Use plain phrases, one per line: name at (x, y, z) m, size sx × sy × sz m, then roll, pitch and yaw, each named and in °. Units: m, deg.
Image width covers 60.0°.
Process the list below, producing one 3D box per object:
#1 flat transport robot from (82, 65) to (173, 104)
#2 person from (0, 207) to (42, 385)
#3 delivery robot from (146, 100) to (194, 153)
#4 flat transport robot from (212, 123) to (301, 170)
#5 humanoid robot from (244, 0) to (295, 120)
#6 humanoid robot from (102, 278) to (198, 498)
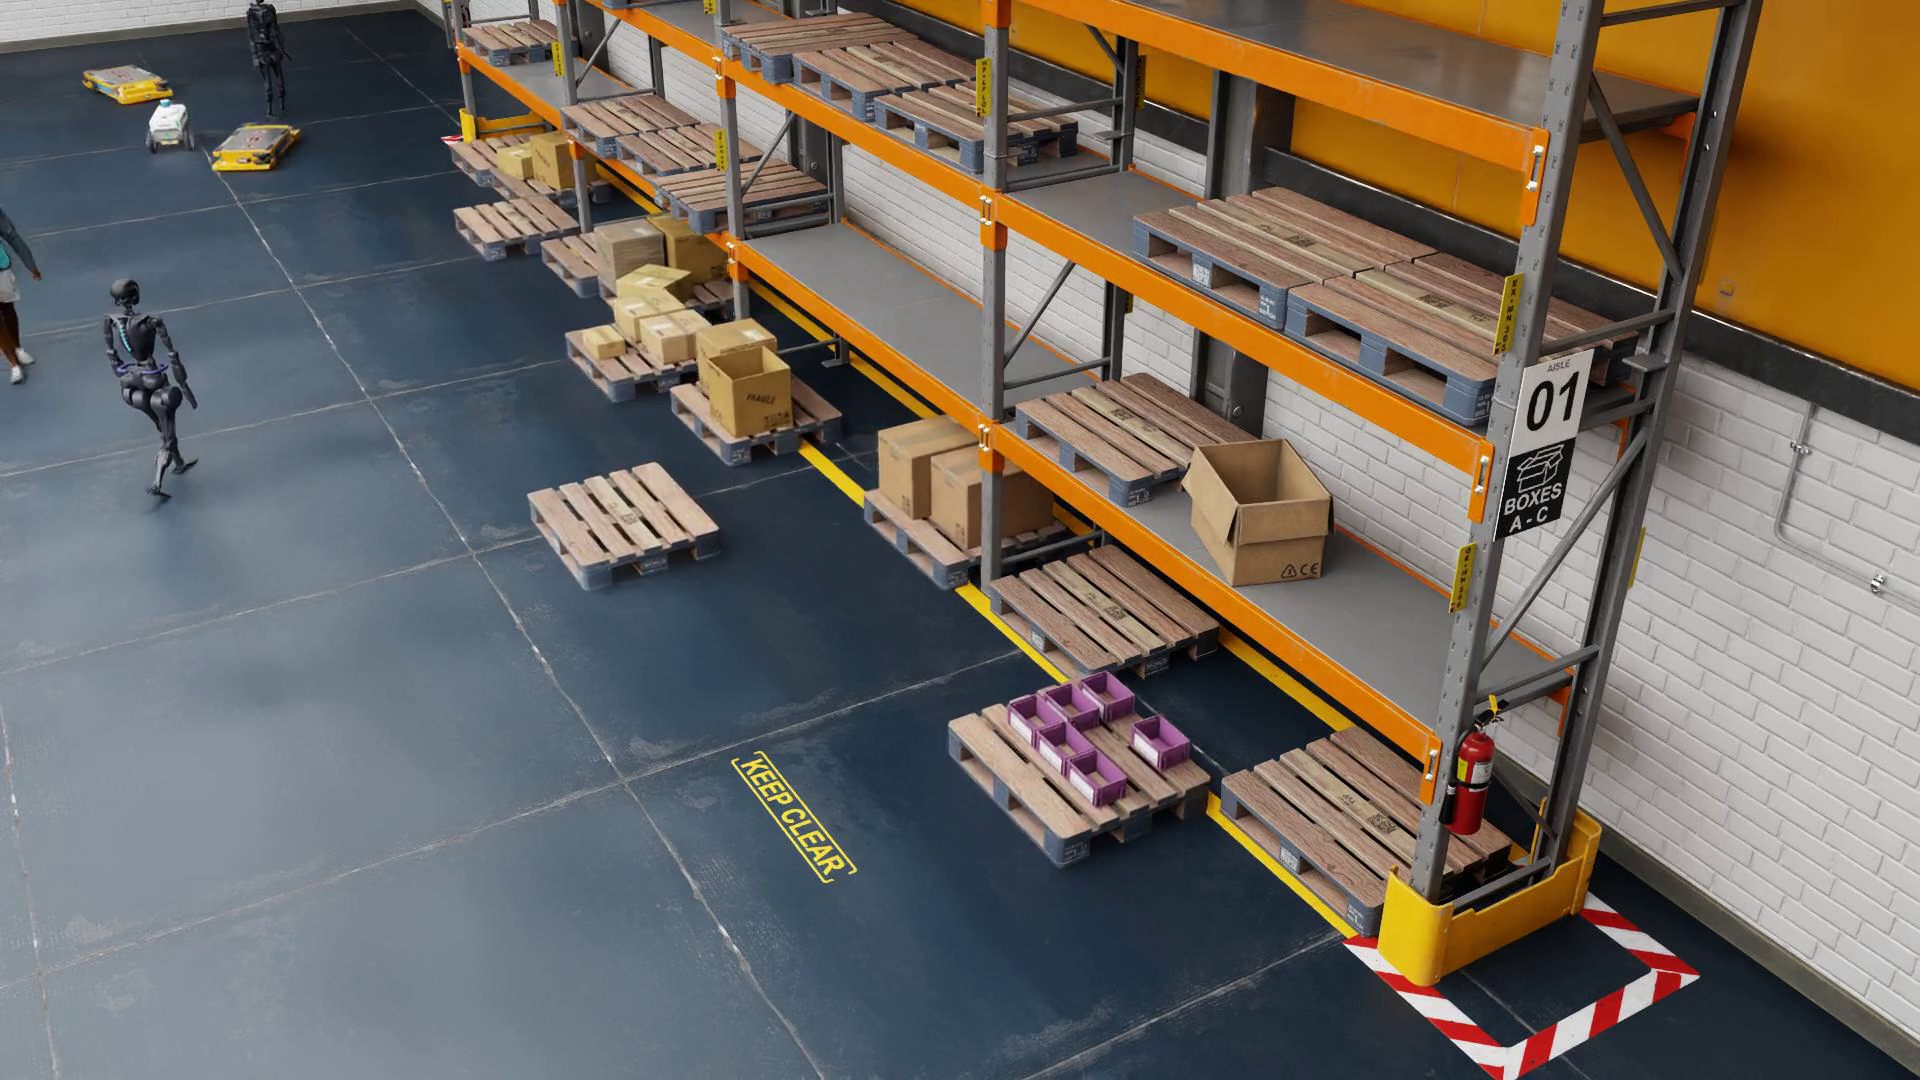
flat transport robot at (-11.295, -6.173, 22.530) m, size 0.659 × 0.231 × 1.431 m, roll -26°, pitch 39°, yaw -38°
person at (-8.132, -2.260, 13.969) m, size 0.694 × 1.886 × 0.935 m, roll -19°, pitch 35°, yaw -30°
delivery robot at (-9.623, -5.043, 20.255) m, size 0.499 × 0.606 × 0.807 m, roll -8°, pitch 30°, yaw -13°
flat transport robot at (-8.444, -4.722, 19.968) m, size 0.659 × 0.231 × 1.431 m, roll -3°, pitch 30°, yaw -5°
humanoid robot at (-8.819, -6.228, 21.193) m, size 0.310 × 1.652 × 0.609 m, roll 11°, pitch 31°, yaw 18°
humanoid robot at (-5.992, -1.131, 12.249) m, size 0.601 × 1.640 × 0.767 m, roll 5°, pitch 30°, yaw 9°
